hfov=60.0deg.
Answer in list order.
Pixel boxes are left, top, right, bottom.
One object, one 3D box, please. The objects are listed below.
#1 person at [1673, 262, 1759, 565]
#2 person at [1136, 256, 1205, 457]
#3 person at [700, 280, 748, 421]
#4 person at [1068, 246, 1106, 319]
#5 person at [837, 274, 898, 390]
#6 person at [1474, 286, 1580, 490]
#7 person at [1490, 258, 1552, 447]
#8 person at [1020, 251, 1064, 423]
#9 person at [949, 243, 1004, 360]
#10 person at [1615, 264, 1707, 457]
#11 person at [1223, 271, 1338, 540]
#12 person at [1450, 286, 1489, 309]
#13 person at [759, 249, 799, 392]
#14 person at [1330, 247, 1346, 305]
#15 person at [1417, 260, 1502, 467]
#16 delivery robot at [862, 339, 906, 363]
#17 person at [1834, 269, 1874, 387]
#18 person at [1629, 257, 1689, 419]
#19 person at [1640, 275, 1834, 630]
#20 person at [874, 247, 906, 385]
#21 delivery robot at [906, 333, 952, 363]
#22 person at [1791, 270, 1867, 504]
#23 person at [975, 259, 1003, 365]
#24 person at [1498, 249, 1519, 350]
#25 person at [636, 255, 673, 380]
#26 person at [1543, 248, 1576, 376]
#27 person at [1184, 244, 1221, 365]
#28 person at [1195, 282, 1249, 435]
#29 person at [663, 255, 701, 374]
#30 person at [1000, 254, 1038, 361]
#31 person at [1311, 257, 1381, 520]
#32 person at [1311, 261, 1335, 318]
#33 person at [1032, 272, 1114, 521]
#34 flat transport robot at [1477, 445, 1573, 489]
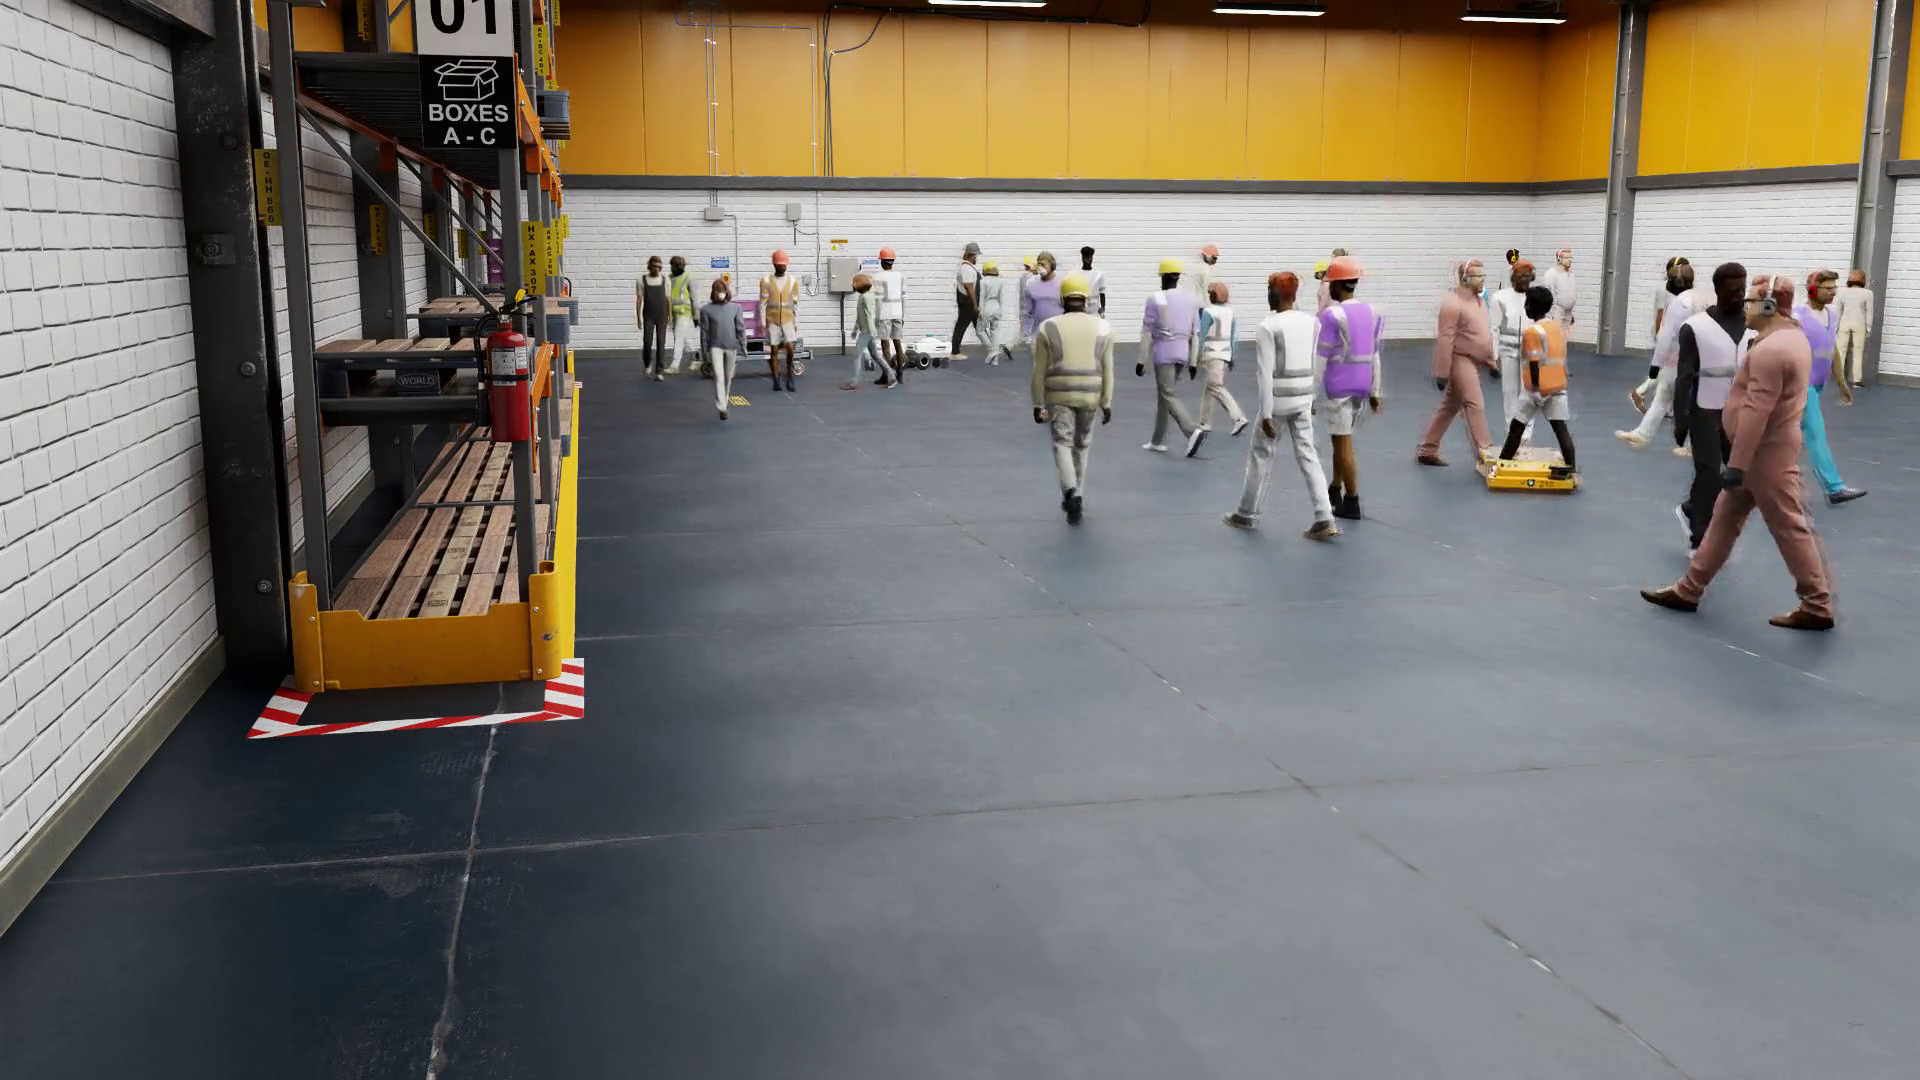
[{"bbox_3d":[4.765,-0.805,10.544,0.608,1.900,0.507,-3,11,-15],"label":"person"},{"bbox_3d":[2.045,-1.738,15.779,0.595,1.897,0.869,-7,13,-36],"label":"person"},{"bbox_3d":[-2.728,-2.193,19.113,0.503,1.589,0.862,-4,11,-22],"label":"person"},{"bbox_3d":[1.953,-3.565,25.723,0.612,1.951,0.406,1,10,5],"label":"person"},{"bbox_3d":[-1.239,-2.843,22.720,0.829,1.585,0.495,-1,10,-6],"label":"person"},{"bbox_3d":[4.722,-1.248,13.663,0.537,1.654,0.894,-8,13,-38],"label":"person"},{"bbox_3d":[5.413,-1.784,16.116,0.577,1.855,0.792,4,11,20],"label":"person"},{"bbox_3d":[0.937,-2.240,18.466,0.654,1.911,0.649,6,12,29],"label":"person"},{"bbox_3d":[0.273,-4.074,28.277,1.025,2.000,0.692,1,10,6],"label":"person"},{"bbox_3d":[6.700,-1.698,15.777,0.935,1.794,0.661,8,13,37],"label":"person"},{"bbox_3d":[2.252,-0.926,11.438,0.579,1.838,0.998,-5,12,-27],"label":"person"},{"bbox_3d":[7.002,-2.942,22.963,0.540,1.695,0.318,4,11,22],"label":"person"},{"bbox_3d":[-2.418,-2.936,22.341,0.559,1.909,0.681,-3,11,-14],"label":"person"},{"bbox_3d":[6.006,-3.708,26.619,0.717,1.912,0.656,1,10,8],"label":"person"},{"bbox_3d":[4.501,-1.534,14.725,0.983,1.859,0.645,8,13,36],"label":"person"},{"bbox_3d":[-1.219,-2.985,26.102,0.707,0.478,0.477,-3,10,-15],"label":"delivery robot"},{"bbox_3d":[12.420,-2.941,23.134,0.497,1.633,0.288,10,14,43],"label":"person"},{"bbox_3d":[8.026,-2.303,18.997,0.470,1.848,0.535,9,14,41],"label":"person"},{"bbox_3d":[4.213,-0.468,8.816,0.986,1.852,0.664,6,12,31],"label":"person"},{"bbox_3d":[-1.015,-3.164,23.517,0.542,1.939,0.361,-9,13,-39],"label":"person"},{"bbox_3d":[-0.483,-3.035,26.382,0.707,0.478,0.477,-6,12,-30],"label":"delivery robot"},{"bbox_3d":[6.678,-1.180,12.899,0.599,1.798,0.937,-8,13,-37],"label":"person"},{"bbox_3d":[0.476,-3.732,27.232,0.509,1.727,0.362,-8,13,-38],"label":"person"},{"bbox_3d":[10.129,-4.423,30.688,0.333,1.872,0.515,-2,10,-11],"label":"person"},{"bbox_3d":[-4.443,-3.227,24.211,0.506,1.821,0.409,-3,11,-17],"label":"person"},{"bbox_3d":[8.962,-3.380,24.805,0.643,1.909,0.410,-8,13,-38],"label":"person"},{"bbox_3d":[3.854,-3.724,26.547,0.728,1.974,0.628,2,10,9],"label":"person"},{"bbox_3d":[2.733,-1.907,17.480,0.786,1.607,0.513,8,13,39],"label":"person"},{"bbox_3d":[-4.281,-3.473,25.594,0.636,1.809,0.895,7,12,33],"label":"person"},{"bbox_3d":[1.101,-3.884,27.897,0.831,1.809,0.578,-1,10,-5],"label":"person"},{"bbox_3d":[2.771,-1.122,12.298,0.558,1.906,0.764,-7,12,-32],"label":"person"},{"bbox_3d":[5.623,-3.439,25.689,0.974,1.704,0.513,0,10,-1],"label":"person"},{"bbox_3d":[0.832,-1.046,12.164,0.599,1.808,0.812,-2,10,-9],"label":"person"},{"bbox_3d":[4.770,-0.628,14.092,0.652,0.197,1.431,2,11,13],"label":"flat transport robot"}]
